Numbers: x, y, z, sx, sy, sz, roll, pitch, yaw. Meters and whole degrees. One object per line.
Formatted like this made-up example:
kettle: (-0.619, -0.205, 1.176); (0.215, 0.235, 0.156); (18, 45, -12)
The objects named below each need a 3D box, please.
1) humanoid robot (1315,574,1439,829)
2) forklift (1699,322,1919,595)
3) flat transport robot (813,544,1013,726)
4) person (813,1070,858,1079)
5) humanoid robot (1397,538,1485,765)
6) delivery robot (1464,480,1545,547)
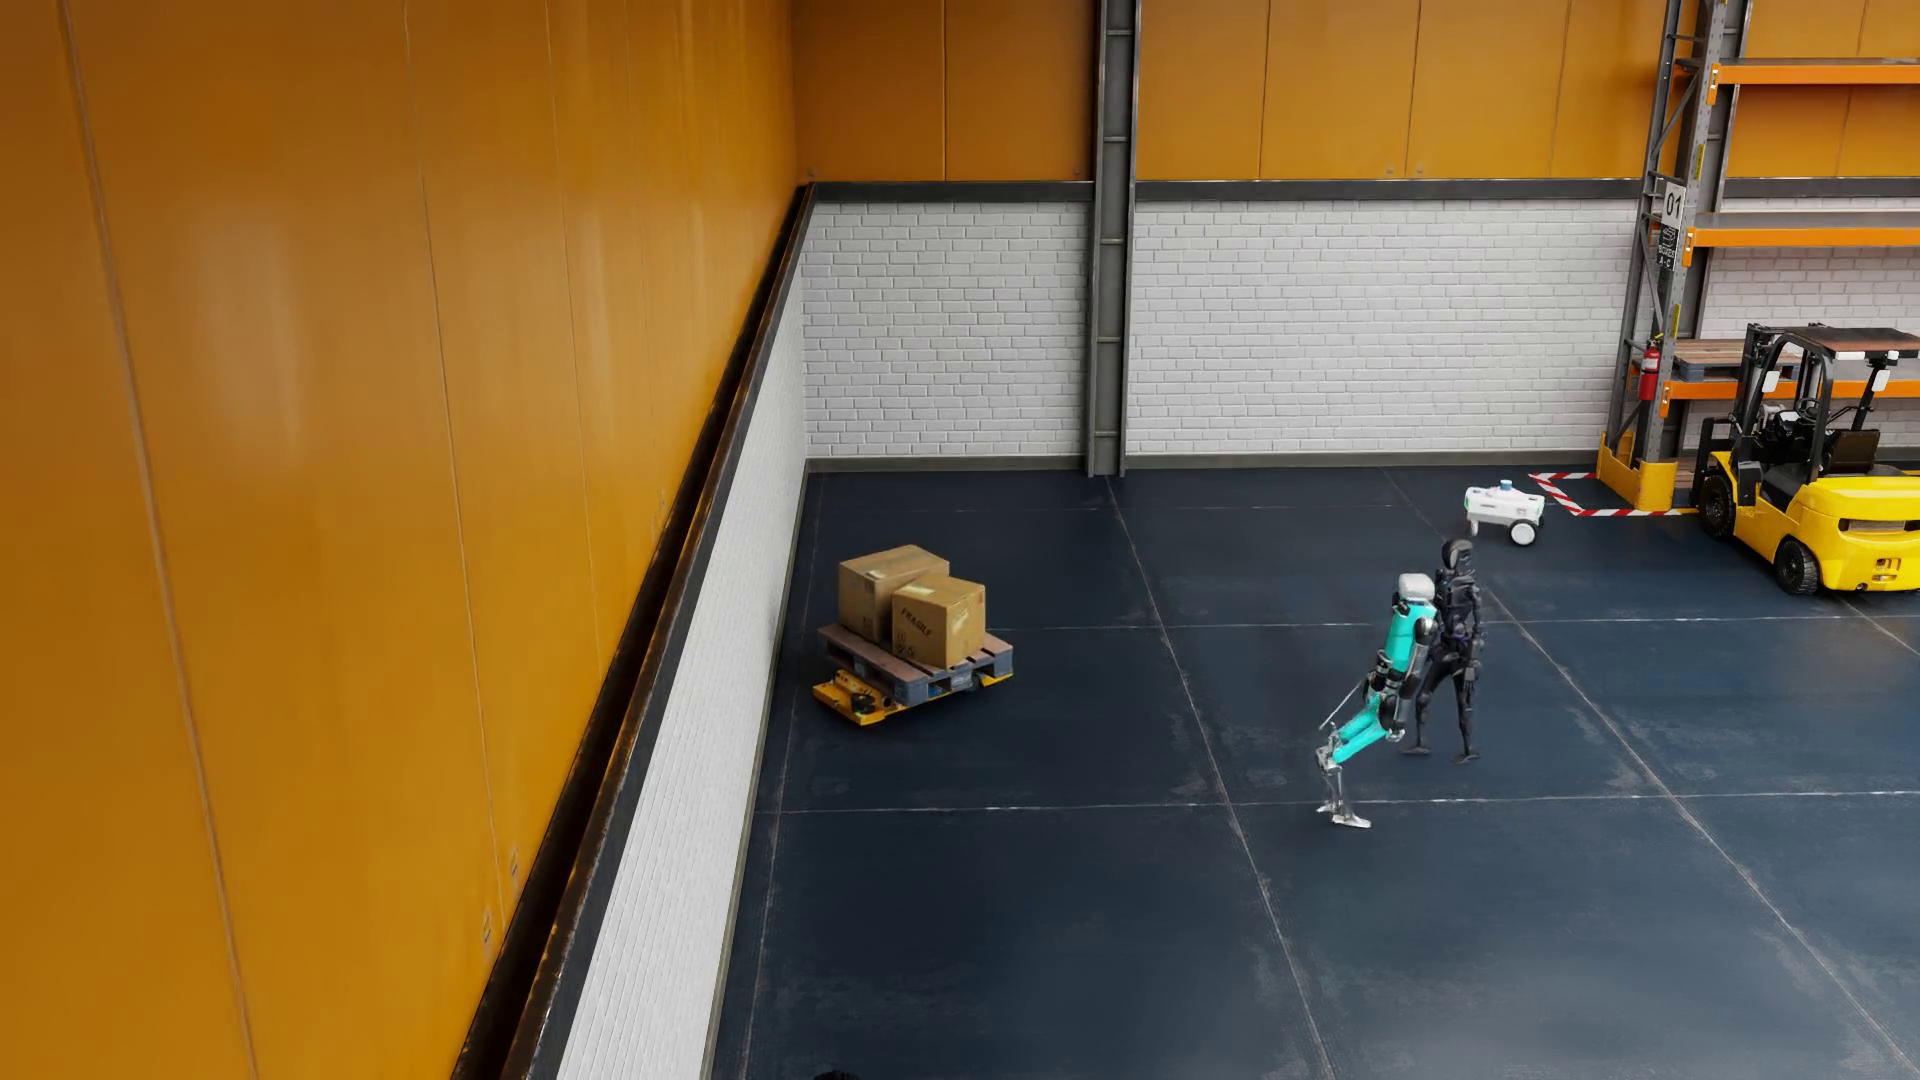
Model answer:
humanoid robot: (2.557, 1.056, 10.578); (0.795, 1.761, 0.576); (-2, 20, -5)
forklift: (7.809, -0.792, 14.926); (1.214, 2.155, 2.313); (-1, 20, -2)
flat transport robot: (-0.354, 1.043, 12.725); (1.431, 0.231, 0.659); (-15, 25, -34)
person: (-0.414, 2.697, 6.176); (0.317, 1.696, 0.539); (1, 20, 4)
humanoid robot: (3.366, 0.779, 11.427); (0.610, 1.637, 0.603); (-7, 21, -18)
delivery robot: (5.199, -0.272, 15.866); (0.749, 0.587, 0.525); (9, 22, 24)
